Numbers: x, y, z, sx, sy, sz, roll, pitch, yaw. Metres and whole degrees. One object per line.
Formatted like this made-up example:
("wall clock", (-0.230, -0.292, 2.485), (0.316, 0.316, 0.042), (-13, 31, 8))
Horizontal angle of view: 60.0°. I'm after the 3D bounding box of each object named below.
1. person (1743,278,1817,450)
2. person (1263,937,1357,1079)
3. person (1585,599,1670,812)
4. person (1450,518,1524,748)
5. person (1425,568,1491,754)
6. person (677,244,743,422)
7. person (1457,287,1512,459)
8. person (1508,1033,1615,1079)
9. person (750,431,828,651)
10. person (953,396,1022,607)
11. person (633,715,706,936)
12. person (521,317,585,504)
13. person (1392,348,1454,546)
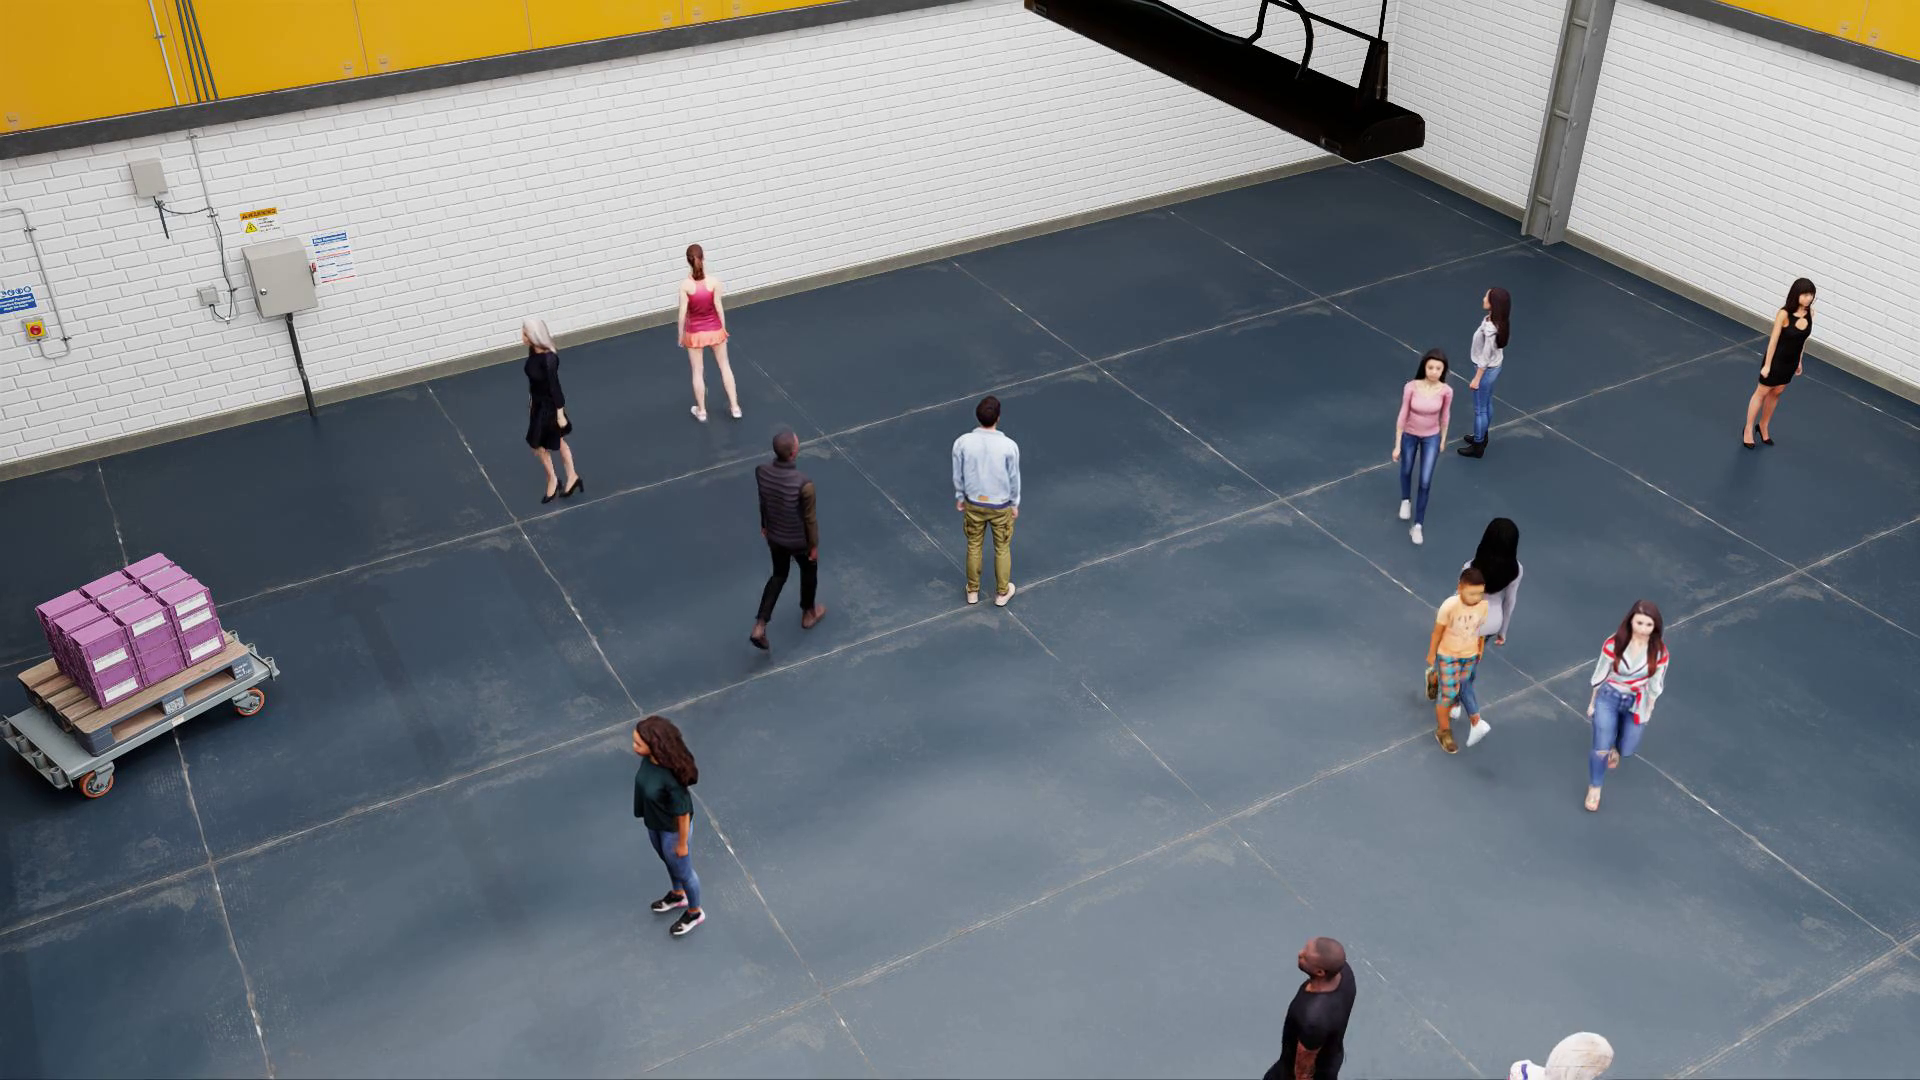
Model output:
("person", (7.406, -1.606, 15.023), (0.608, 1.650, 0.554), (-9, 35, -13))
("person", (1.852, 2.711, 8.413), (1.311, 1.777, 1.043), (20, 38, 27))
("person", (4.405, 1.046, 11.078), (0.870, 1.601, 0.909), (12, 36, 18))
("person", (3.634, 0.663, 11.549), (0.821, 1.716, 1.072), (-7, 34, -11))
("person", (3.446, 0.750, 11.664), (0.689, 1.444, 0.950), (-10, 35, -14))
("person", (-2.351, -1.905, 15.380), (0.750, 1.753, 0.767), (-14, 36, -21))
("person", (4.720, -1.508, 14.892), (0.687, 1.631, 0.682), (17, 37, 24))
("person", (2.713, 3.024, 7.949), (0.799, 1.770, 0.885), (15, 36, 21))
("person", (-1.328, 0.023, 12.426), (1.159, 1.812, 1.106), (18, 38, 25))
("person", (0.219, -0.293, 12.902), (0.757, 1.812, 0.798), (6, 34, 9))
("person", (-1.756, 1.710, 10.067), (0.669, 1.614, 0.540), (-21, 39, -28))
("person", (-3.432, -1.125, 14.224), (0.704, 1.734, 0.617), (-19, 38, -26))
("person", (3.831, -0.867, 13.862), (0.917, 1.704, 0.970), (10, 35, 14))
